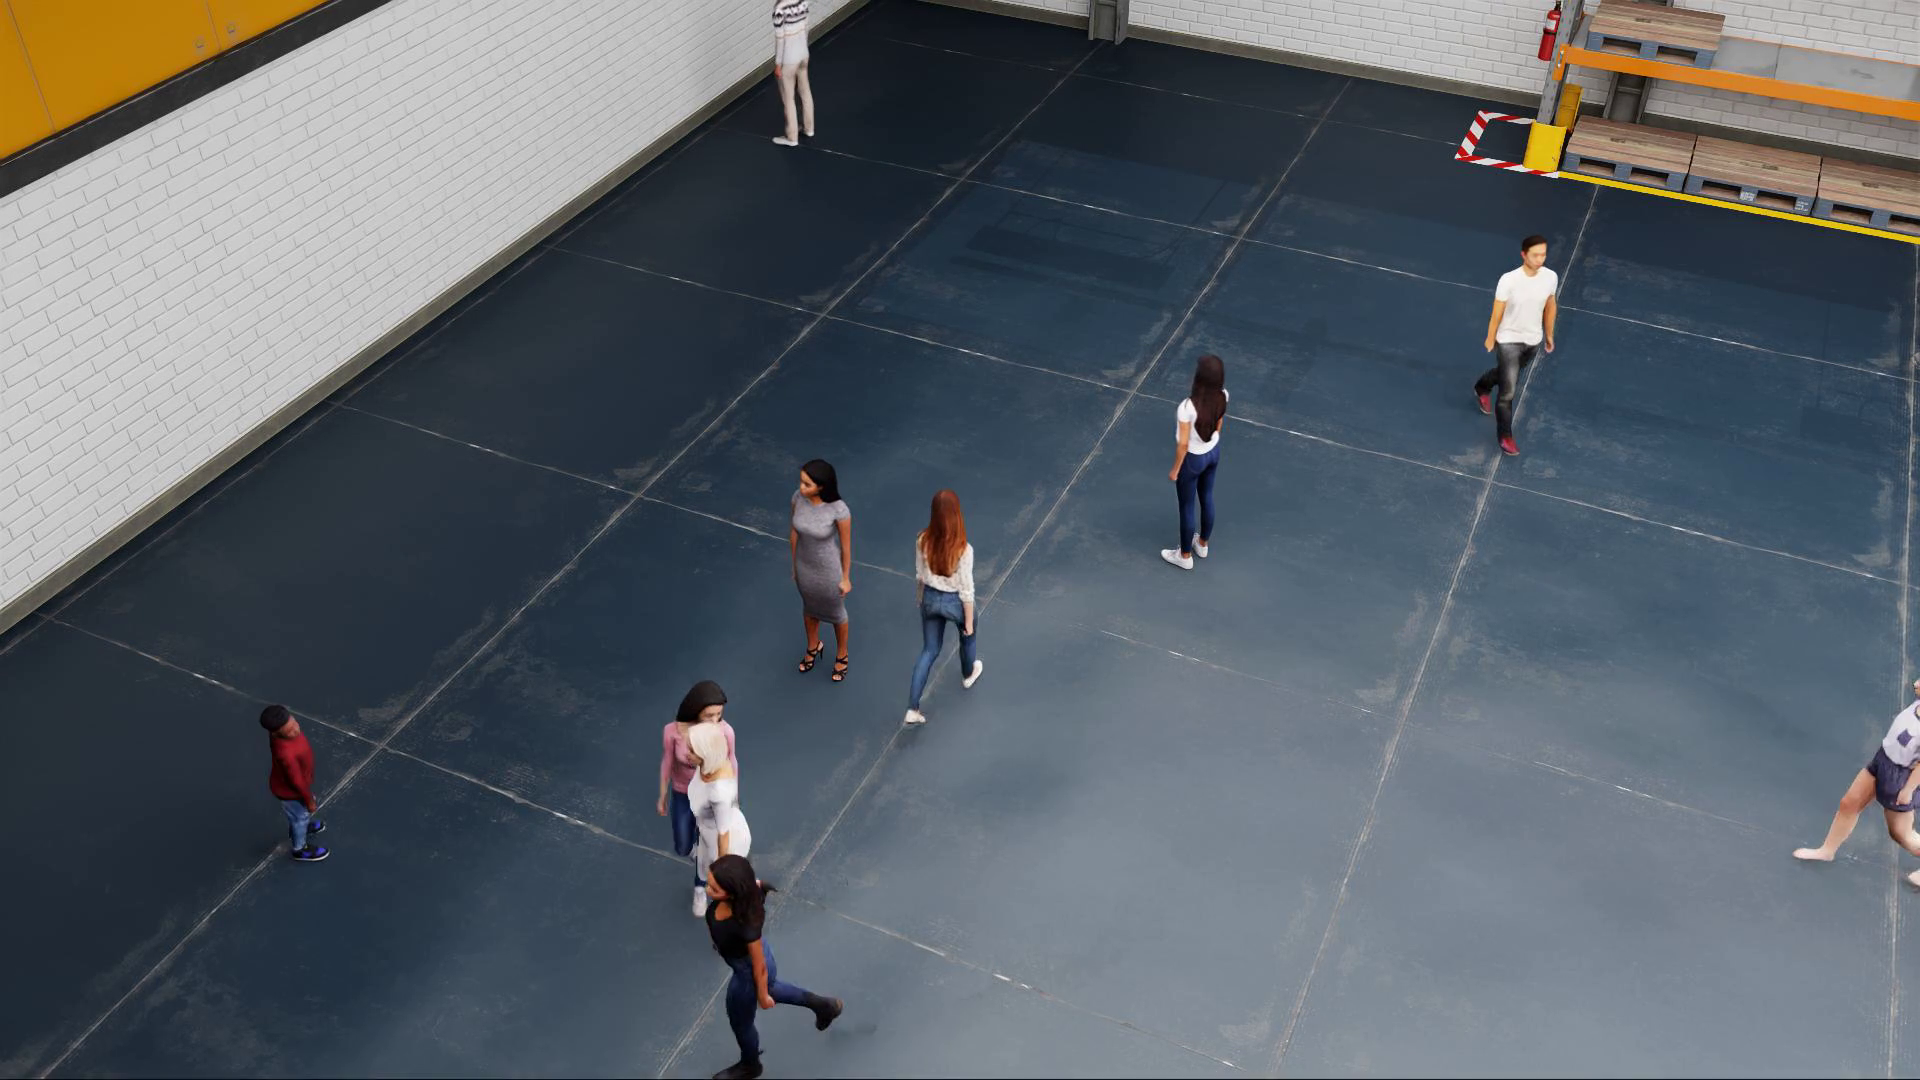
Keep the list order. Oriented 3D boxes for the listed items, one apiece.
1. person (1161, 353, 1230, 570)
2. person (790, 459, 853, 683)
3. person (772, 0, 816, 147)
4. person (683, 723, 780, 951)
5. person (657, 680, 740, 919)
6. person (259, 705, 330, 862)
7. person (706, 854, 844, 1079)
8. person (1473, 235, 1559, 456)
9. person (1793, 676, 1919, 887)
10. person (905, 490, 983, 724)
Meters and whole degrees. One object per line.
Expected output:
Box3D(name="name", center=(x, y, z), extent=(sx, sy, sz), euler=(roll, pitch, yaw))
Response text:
Box3D(name="person", center=(1.702, -0.562, 11.837), extent=(0.663, 1.775, 0.658), euler=(-27, 46, -30))
Box3D(name="person", center=(-0.899, 0.192, 10.888), extent=(0.454, 1.780, 0.635), euler=(17, 42, 20))
Box3D(name="person", center=(-1.739, -5.058, 17.400), extent=(0.636, 1.858, 0.734), euler=(23, 44, 26))
Box3D(name="person", center=(-1.227, 1.614, 9.137), extent=(0.805, 1.742, 0.749), euler=(-16, 41, -19))
Box3D(name="person", center=(-1.460, 1.390, 9.440), extent=(0.853, 1.716, 0.889), euler=(0, 39, 0))
Box3D(name="person", center=(-3.972, 1.426, 9.778), extent=(0.698, 1.237, 0.632), euler=(-25, 45, -27))
Box3D(name="person", center=(-0.993, 2.159, 8.474), extent=(1.019, 1.719, 0.941), euler=(-12, 40, -15))
Box3D(name="person", center=(4.388, -1.639, 13.189), extent=(1.149, 1.771, 1.167), euler=(-10, 40, -12))
Box3D(name="person", center=(5.480, 1.380, 9.534), extent=(1.086, 1.613, 0.742), euler=(7, 39, 9))
Box3D(name="person", center=(-0.136, 0.471, 10.610), extent=(1.031, 1.691, 0.655), euler=(17, 42, 21))
